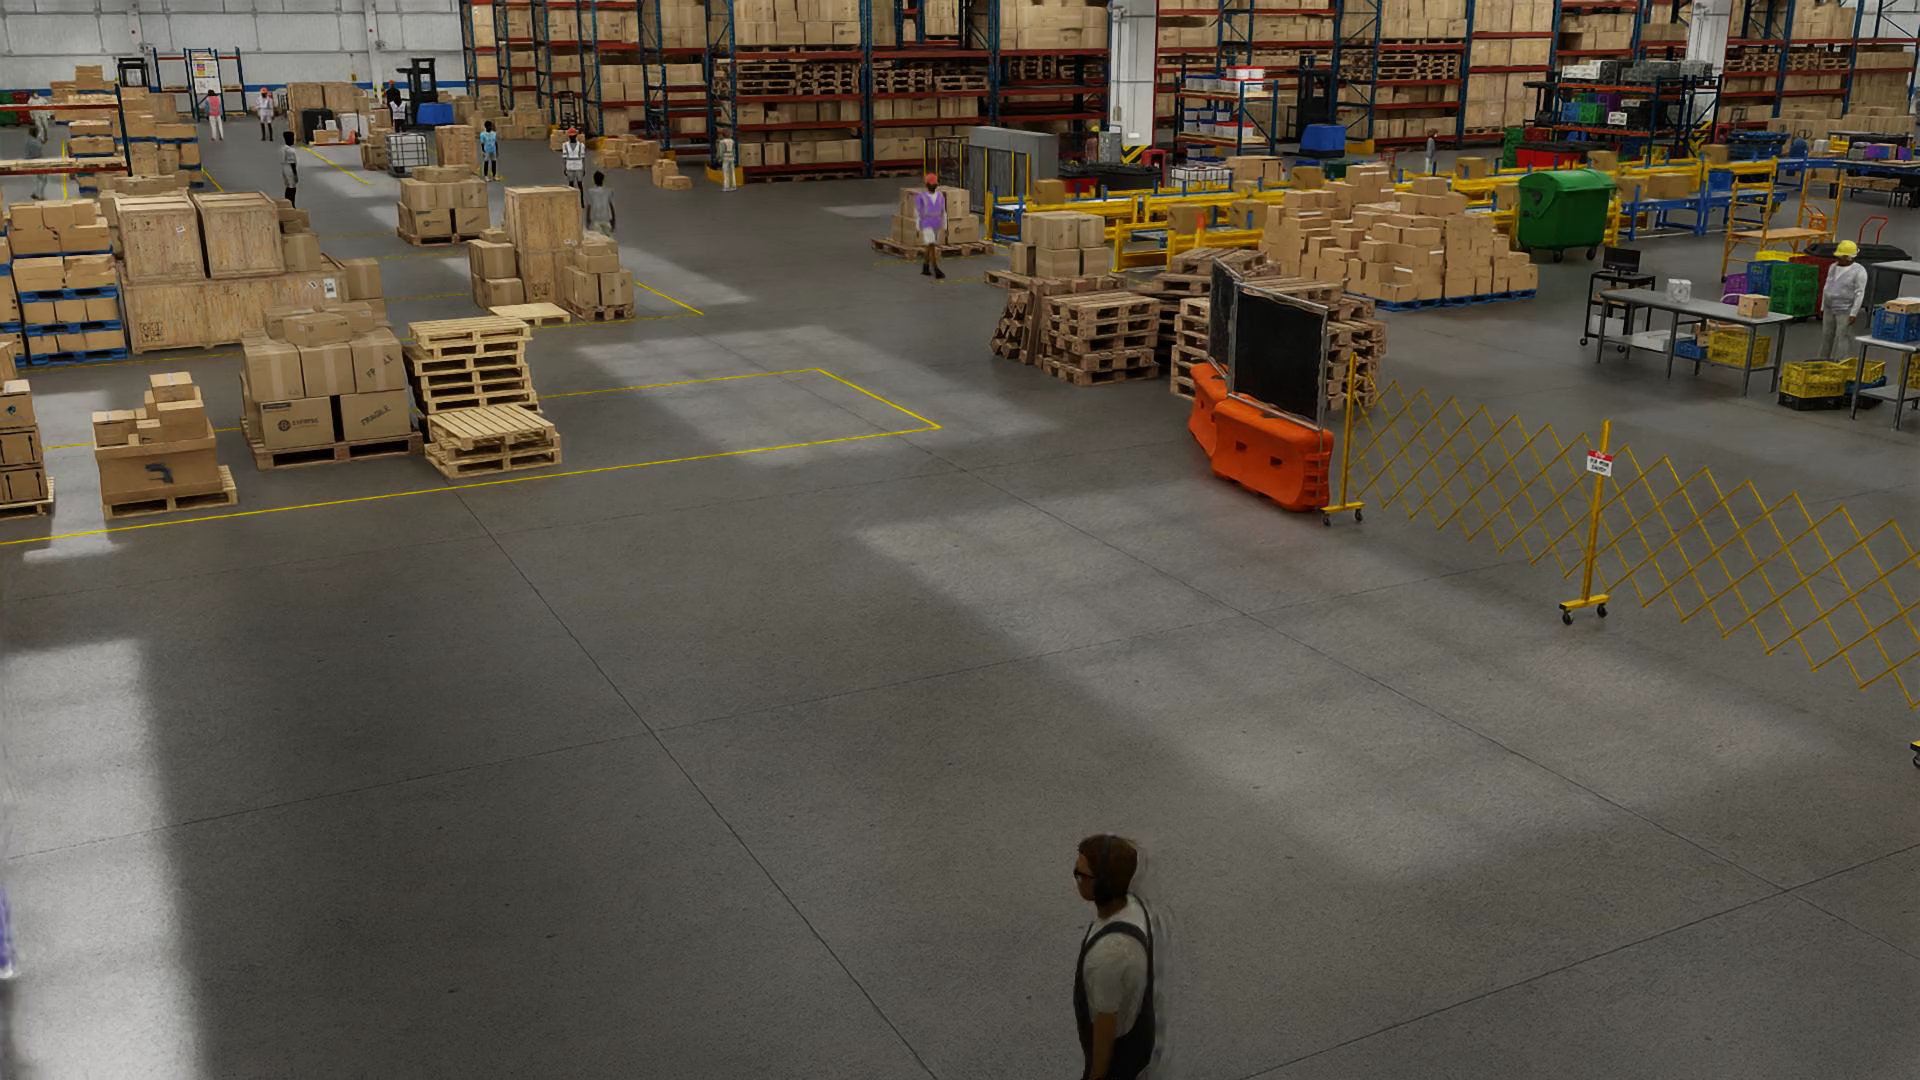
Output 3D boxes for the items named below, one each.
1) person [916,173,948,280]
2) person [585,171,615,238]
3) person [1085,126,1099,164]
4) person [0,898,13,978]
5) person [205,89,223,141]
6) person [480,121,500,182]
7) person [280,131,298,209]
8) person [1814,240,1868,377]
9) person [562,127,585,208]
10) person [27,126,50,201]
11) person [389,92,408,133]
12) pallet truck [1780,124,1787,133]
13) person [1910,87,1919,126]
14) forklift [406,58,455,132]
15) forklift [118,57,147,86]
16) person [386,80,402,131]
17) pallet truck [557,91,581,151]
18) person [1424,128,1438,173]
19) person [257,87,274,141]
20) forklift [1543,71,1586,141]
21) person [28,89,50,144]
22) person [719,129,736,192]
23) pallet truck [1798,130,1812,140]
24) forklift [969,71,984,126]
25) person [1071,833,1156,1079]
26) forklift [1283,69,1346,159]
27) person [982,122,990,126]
[{"bbox_3d":[-0.495,-5.709,30.242,0.561,1.884,0.980,-10,20,-28],"label":"person"},{"bbox_3d":[-6.726,-5.943,31.022,0.529,1.854,0.515,-7,19,-22],"label":"person"},{"bbox_3d":[3.532,-9.984,43.755,0.523,1.769,0.315,16,24,40],"label":"person"},{"bbox_3d":[-5.176,1.327,8.275,0.711,1.894,0.615,3,18,9],"label":"person"},{"bbox_3d":[-27.594,-15.725,61.527,0.429,1.846,0.633,14,23,37],"label":"person"},{"bbox_3d":[-13.288,-10.981,46.993,0.322,1.691,0.533,16,23,40],"label":"person"},{"bbox_3d":[-15.892,-8.710,39.485,0.395,1.955,0.606,-14,22,-37],"label":"person"},{"bbox_3d":[11.674,-3.066,22.101,0.403,1.822,0.588,-6,19,-19],"label":"person"},{"bbox_3d":[-9.464,-9.135,40.833,0.545,1.938,0.357,-3,18,-9],"label":"person"},{"bbox_3d":[-23.007,-9.351,41.525,0.432,1.926,0.653,-9,20,-26],"label":"person"},{"bbox_3d":[-19.645,-14.712,58.270,0.593,1.913,0.392,-7,19,-19],"label":"person"},{"bbox_3d":[25.206,-12.542,52.601,1.601,1.201,0.680,0,18,-2],"label":"pallet truck"},{"bbox_3d":[40.016,-18.242,69.307,0.603,1.901,1.015,0,18,1],"label":"person"},{"bbox_3d":[-21.159,-17.686,65.970,1.873,2.768,1.129,11,21,31],"label":"forklift"},{"bbox_3d":[-32.900,-17.826,66.408,1.129,2.768,1.873,-9,20,-26],"label":"forklift"},{"bbox_3d":[-22.465,-17.239,66.004,0.395,1.993,0.614,16,24,41],"label":"person"},{"bbox_3d":[-13.495,-14.412,57.188,0.823,1.965,1.885,-3,18,-9],"label":"pallet truck"},{"bbox_3d":[12.705,-10.299,44.952,0.279,1.633,0.497,4,18,11],"label":"person"},{"bbox_3d":[-25.547,-15.662,61.195,0.564,1.933,0.387,-2,18,-5],"label":"person"},{"bbox_3d":[18.685,-13.231,52.085,1.873,2.768,1.129,-9,20,-26],"label":"forklift"},{"bbox_3d":[-33.208,-15.276,60.000,0.647,1.923,0.622,-11,21,-30],"label":"person"},{"bbox_3d":[-6.211,-10.132,44.423,0.311,1.638,0.523,14,23,37],"label":"person"},{"bbox_3d":[25.526,-11.556,49.408,1.630,1.274,0.653,-9,20,-26],"label":"pallet truck"},{"bbox_3d":[0.382,-13.513,52.963,1.873,2.768,1.129,-9,20,-26],"label":"forklift"},{"bbox_3d":[0.635,1.973,6.368,0.573,1.833,0.523,4,18,13],"label":"person"},{"bbox_3d":[11.615,-13.871,54.079,1.129,2.768,1.873,-9,20,-27],"label":"forklift"},{"bbox_3d":[0.822,-11.295,48.127,0.879,1.596,0.496,-9,20,-26],"label":"person"}]
